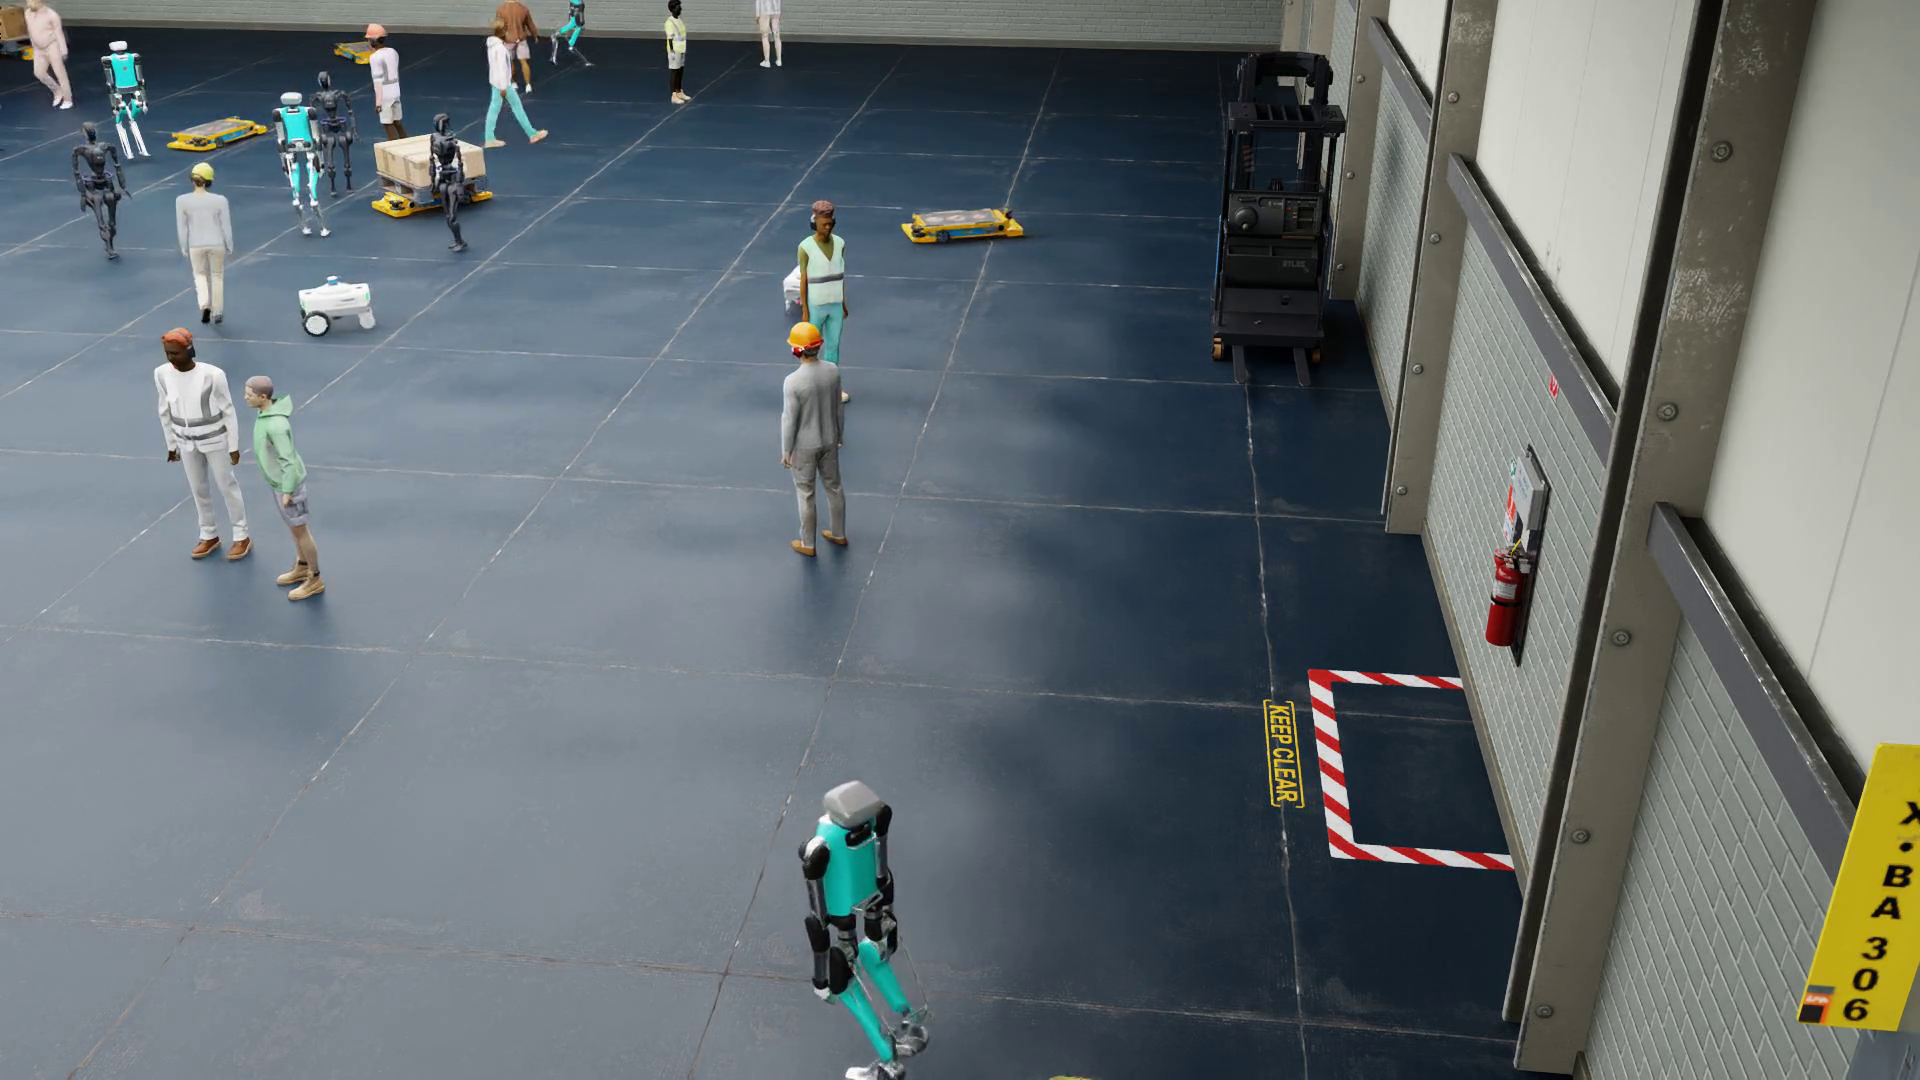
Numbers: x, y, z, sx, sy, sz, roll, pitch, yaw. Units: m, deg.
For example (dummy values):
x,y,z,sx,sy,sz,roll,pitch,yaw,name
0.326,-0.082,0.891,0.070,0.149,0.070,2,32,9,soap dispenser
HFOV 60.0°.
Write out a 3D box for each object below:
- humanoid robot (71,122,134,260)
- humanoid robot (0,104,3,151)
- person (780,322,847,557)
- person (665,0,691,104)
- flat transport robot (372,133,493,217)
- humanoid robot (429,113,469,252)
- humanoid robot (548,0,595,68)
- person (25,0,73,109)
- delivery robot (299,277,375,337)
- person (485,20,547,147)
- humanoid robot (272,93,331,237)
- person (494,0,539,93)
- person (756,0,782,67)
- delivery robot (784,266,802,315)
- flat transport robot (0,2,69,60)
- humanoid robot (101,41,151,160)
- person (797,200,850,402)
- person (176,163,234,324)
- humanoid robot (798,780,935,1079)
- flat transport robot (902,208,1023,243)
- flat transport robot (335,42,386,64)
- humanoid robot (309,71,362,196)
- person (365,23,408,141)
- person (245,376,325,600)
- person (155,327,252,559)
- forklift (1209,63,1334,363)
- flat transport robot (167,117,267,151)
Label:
x,y,z,sx,sy,sz,roll,pitch,yaw,name
-10.258,-4.194,19.962,0.699,1.638,0.601,23,34,37,humanoid robot
-14.601,-6.572,24.678,0.598,1.645,0.447,0,27,0,humanoid robot
-1.139,-0.779,12.895,0.580,1.888,0.382,-20,33,-34,person
-4.746,-8.214,27.940,0.317,1.695,0.539,6,27,13,person
-7.093,-4.616,22.353,1.431,0.231,0.659,-23,35,-38,flat transport robot
-6.246,-4.367,20.273,0.605,1.648,0.340,16,31,29,humanoid robot
-7.289,-9.546,30.598,1.004,1.781,0.530,-16,31,-29,humanoid robot
-15.061,-8.065,27.435,0.686,1.877,0.463,7,27,13,person
-6.713,-2.528,17.863,0.791,0.592,0.499,-10,28,-20,delivery robot
-6.854,-6.908,25.149,0.985,1.859,0.516,-17,31,-30,person
-8.200,-4.627,20.679,0.534,1.740,0.723,-5,27,-9,humanoid robot
-7.661,-8.664,28.718,0.799,1.810,0.922,-12,29,-22,person
-3.530,-9.715,30.739,0.512,1.876,0.380,-13,30,-25,person
-1.694,-2.846,18.486,0.499,0.581,0.767,6,27,12,delivery robot
-17.956,-9.410,31.924,1.431,0.231,0.659,16,31,28,flat transport robot
-12.127,-6.411,24.148,0.533,1.677,0.735,-21,33,-36,humanoid robot
-1.294,-2.236,15.696,0.488,1.977,0.383,-18,32,-32,person
-8.031,-3.139,17.772,0.551,1.731,0.449,-10,28,-18,person
-0.337,1.959,7.573,0.713,1.783,0.557,20,33,35,humanoid robot
0.027,-3.983,21.089,1.431,0.231,0.659,-6,27,-13,flat transport robot
-11.336,-9.269,31.642,0.659,0.231,1.431,-19,32,-33,flat transport robot
-8.470,-5.521,22.589,0.613,1.653,0.339,-10,28,-19,humanoid robot
-8.229,-6.352,23.843,0.388,2.040,0.613,5,27,10,person
-4.992,-0.398,12.288,0.329,1.742,0.471,-16,31,-28,person
-5.836,-0.740,12.813,0.582,1.882,0.337,3,27,5,person
3.241,-3.477,17.183,1.129,2.768,1.873,3,27,6,forklift
-11.441,-6.250,25.616,0.659,0.231,1.431,9,28,17,flat transport robot
